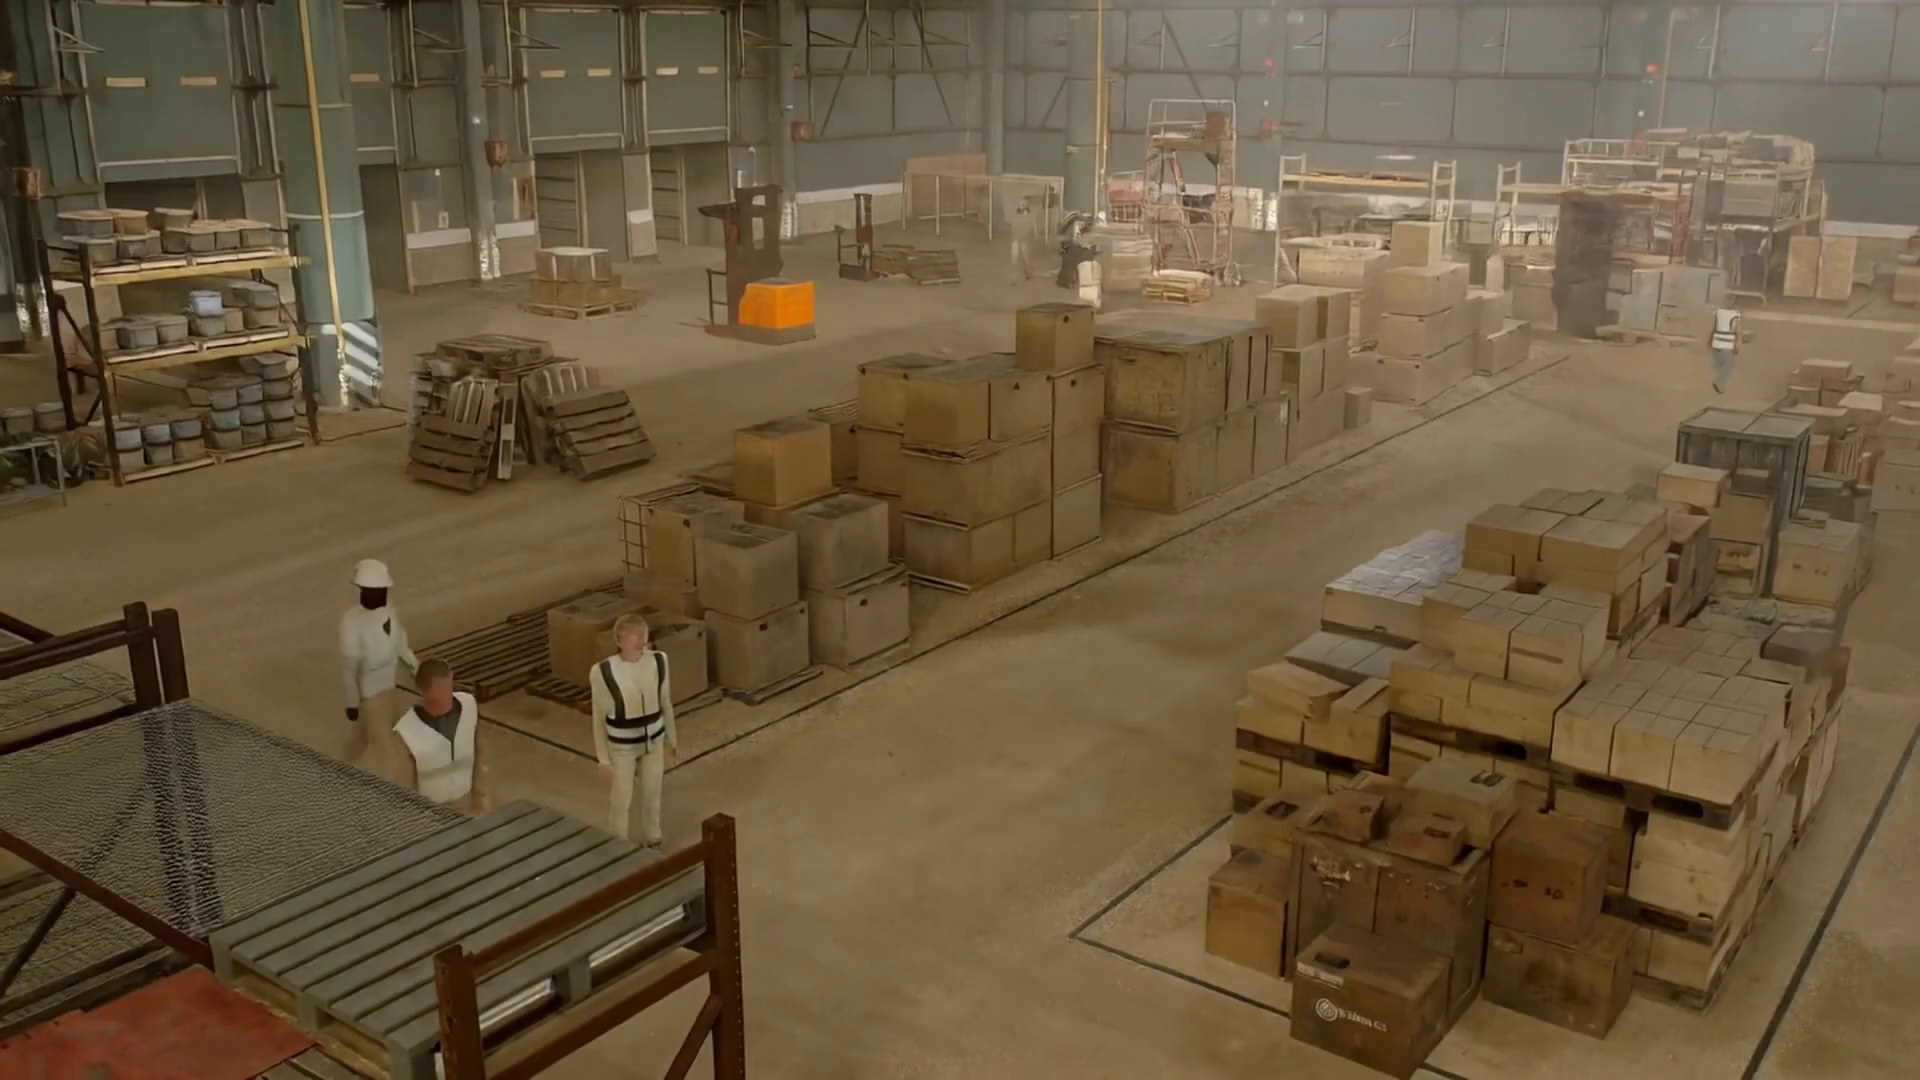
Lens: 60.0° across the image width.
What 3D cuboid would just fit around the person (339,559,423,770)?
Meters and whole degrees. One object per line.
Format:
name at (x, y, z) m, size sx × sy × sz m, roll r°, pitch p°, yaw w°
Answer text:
person at (-4.160, 1.036, 12.057) m, size 0.976 × 1.875 × 0.597 m, roll 1°, pitch 17°, yaw 4°

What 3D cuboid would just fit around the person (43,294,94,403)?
person at (-13.739, -2.959, 25.613) m, size 0.547 × 1.664 × 0.745 m, roll 0°, pitch 17°, yaw 1°

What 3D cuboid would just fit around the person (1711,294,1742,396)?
person at (11.905, -3.023, 25.927) m, size 0.395 × 1.626 × 0.517 m, roll -11°, pitch 20°, yaw -31°

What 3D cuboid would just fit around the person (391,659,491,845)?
person at (-3.141, 1.595, 10.139) m, size 0.432 × 1.908 × 0.646 m, roll 12°, pitch 20°, yaw 34°

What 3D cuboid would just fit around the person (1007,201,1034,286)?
person at (1.397, -6.759, 37.813) m, size 0.630 × 1.922 × 0.631 m, roll 5°, pitch 18°, yaw 17°

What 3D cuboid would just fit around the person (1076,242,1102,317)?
person at (2.340, -4.369, 29.847) m, size 0.377 × 1.936 × 0.549 m, roll -16°, pitch 23°, yaw -42°

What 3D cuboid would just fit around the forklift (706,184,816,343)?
forklift at (-3.717, -5.181, 30.929) m, size 1.873 × 2.768 × 1.129 m, roll 12°, pitch 21°, yaw 35°

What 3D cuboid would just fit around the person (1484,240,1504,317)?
person at (9.622, -4.519, 30.404) m, size 0.949 × 1.894 × 0.657 m, roll 6°, pitch 18°, yaw 19°

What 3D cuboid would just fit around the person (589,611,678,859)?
person at (-2.129, 1.371, 10.935) m, size 0.574 × 1.883 × 0.355 m, roll -13°, pitch 21°, yaw -38°

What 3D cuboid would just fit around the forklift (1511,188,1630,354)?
forklift at (11.109, -4.923, 30.074) m, size 1.129 × 2.768 × 1.873 m, roll -12°, pitch 21°, yaw -34°

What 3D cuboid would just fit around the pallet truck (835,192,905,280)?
pallet truck at (-1.936, -7.159, 38.982) m, size 1.885 × 1.965 × 0.823 m, roll -12°, pitch 21°, yaw -34°
